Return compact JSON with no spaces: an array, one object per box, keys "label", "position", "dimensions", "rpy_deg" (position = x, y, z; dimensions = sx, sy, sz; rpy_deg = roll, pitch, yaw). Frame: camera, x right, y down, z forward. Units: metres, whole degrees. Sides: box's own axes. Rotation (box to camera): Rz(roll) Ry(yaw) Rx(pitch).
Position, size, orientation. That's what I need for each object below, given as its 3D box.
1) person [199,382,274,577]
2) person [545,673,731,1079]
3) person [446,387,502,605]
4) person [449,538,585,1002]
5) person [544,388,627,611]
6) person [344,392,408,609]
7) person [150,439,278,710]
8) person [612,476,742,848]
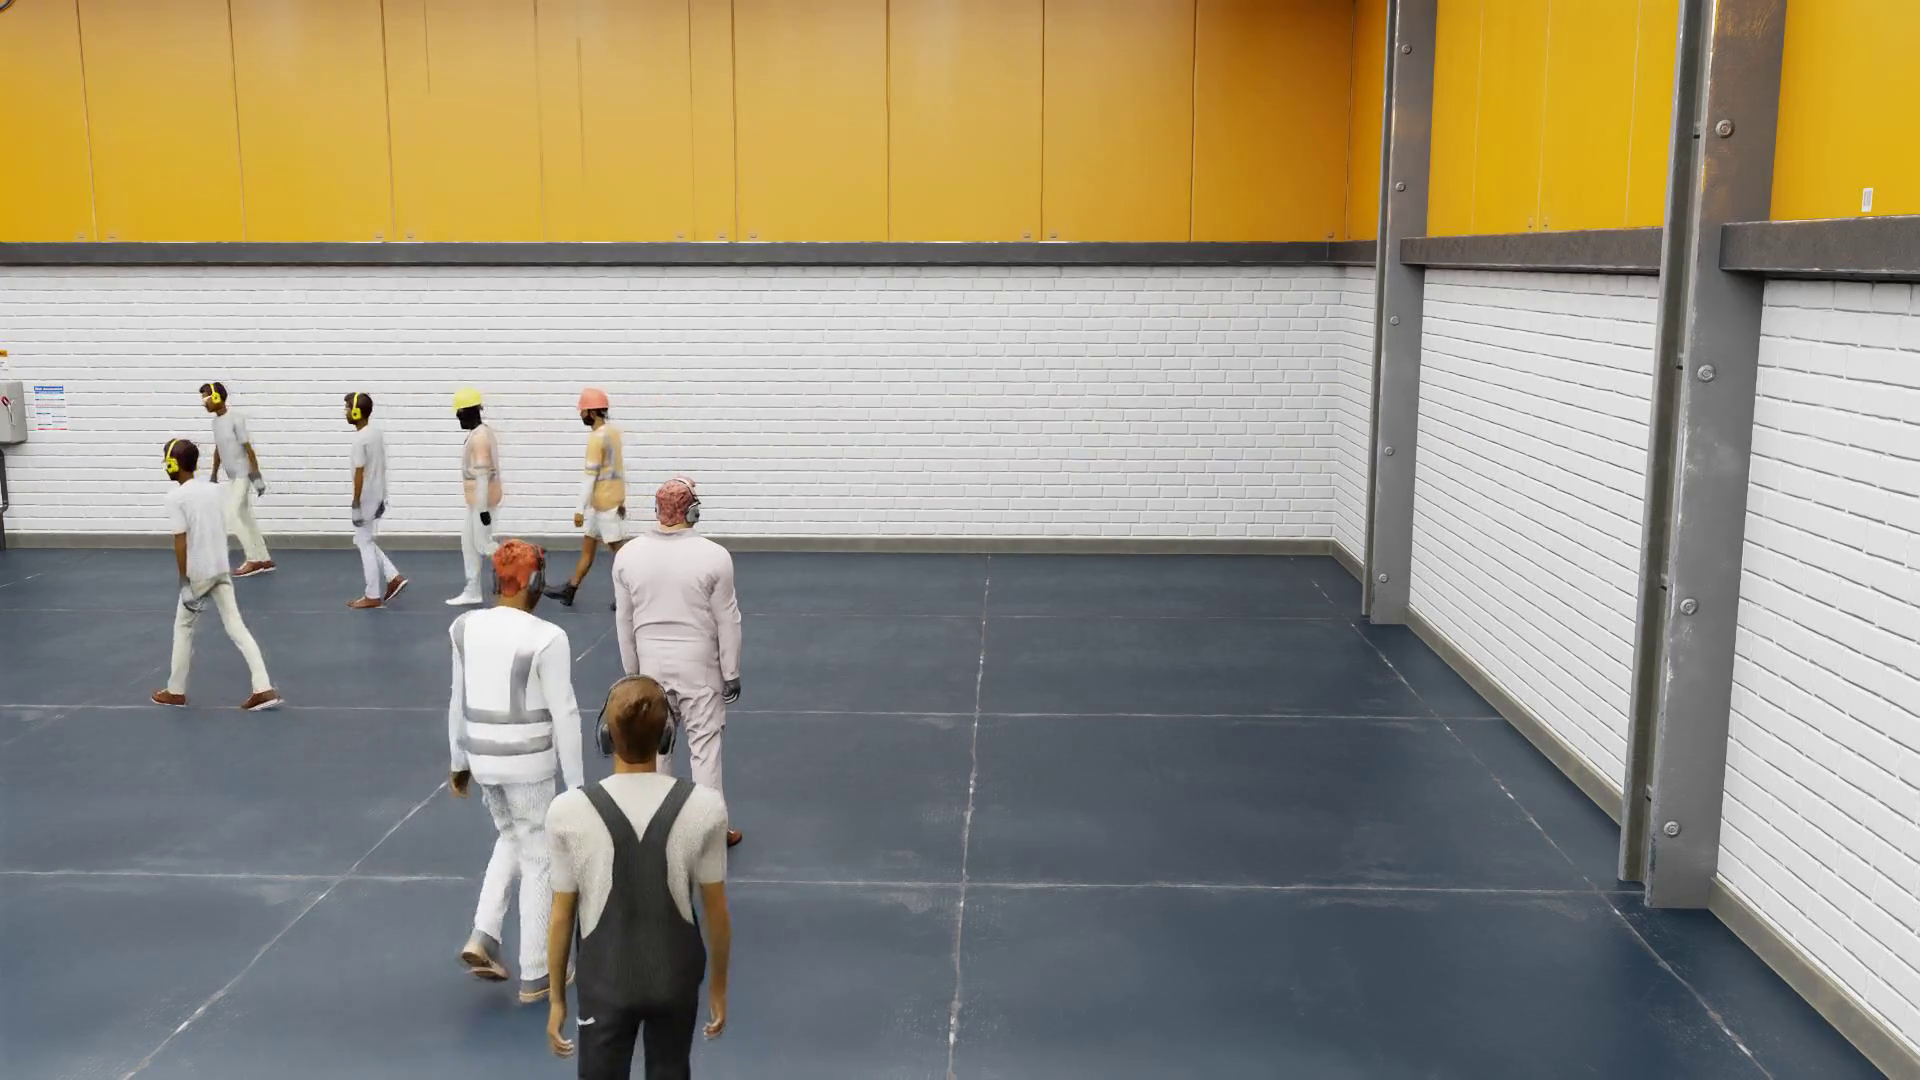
[{"label":"person","position":[-6.781,-0.575,15.636],"dimensions":[0.554,1.820,0.544],"rpy_deg":[9,13,44]},{"label":"person","position":[-0.903,1.287,4.727],"dimensions":[0.530,1.827,0.540],"rpy_deg":[-3,10,-15]},{"label":"person","position":[-4.029,-0.367,14.257],"dimensions":[0.744,1.891,0.590],"rpy_deg":[-3,10,-18]},{"label":"person","position":[-1.808,0.928,6.714],"dimensions":[0.687,1.862,0.472],"rpy_deg":[5,11,26]},{"label":"person","position":[-3.099,-0.322,13.956],"dimensions":[0.962,1.888,0.573],"rpy_deg":[0,10,2]},{"label":"person","position":[-5.025,-0.328,14.081],"dimensions":[0.411,1.860,0.544],"rpy_deg":[0,10,0]},{"label":"person","position":[-4.957,0.240,10.943],"dimensions":[0.979,1.810,0.499],"rpy_deg":[4,10,22]},{"label":"person","position":[-1.388,0.632,8.334],"dimensions":[0.641,1.908,0.407],"rpy_deg":[2,10,12]}]
